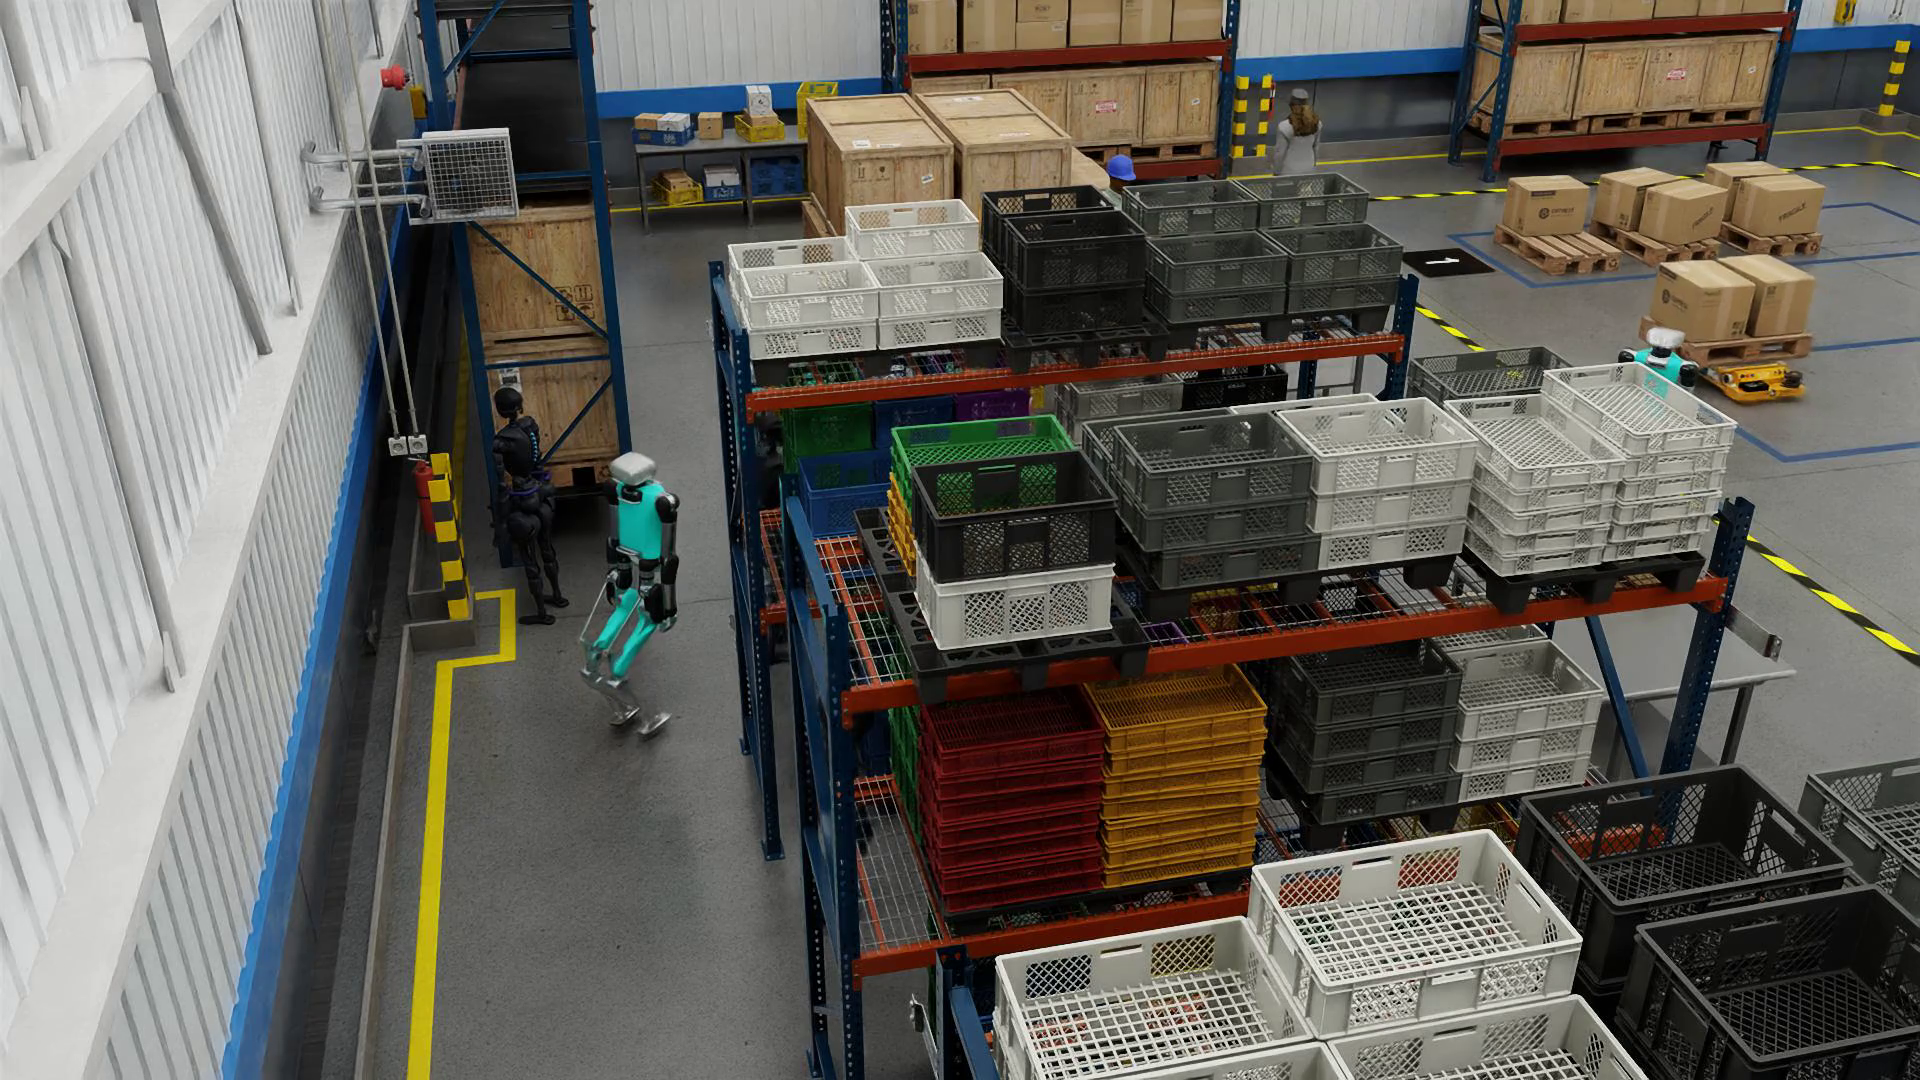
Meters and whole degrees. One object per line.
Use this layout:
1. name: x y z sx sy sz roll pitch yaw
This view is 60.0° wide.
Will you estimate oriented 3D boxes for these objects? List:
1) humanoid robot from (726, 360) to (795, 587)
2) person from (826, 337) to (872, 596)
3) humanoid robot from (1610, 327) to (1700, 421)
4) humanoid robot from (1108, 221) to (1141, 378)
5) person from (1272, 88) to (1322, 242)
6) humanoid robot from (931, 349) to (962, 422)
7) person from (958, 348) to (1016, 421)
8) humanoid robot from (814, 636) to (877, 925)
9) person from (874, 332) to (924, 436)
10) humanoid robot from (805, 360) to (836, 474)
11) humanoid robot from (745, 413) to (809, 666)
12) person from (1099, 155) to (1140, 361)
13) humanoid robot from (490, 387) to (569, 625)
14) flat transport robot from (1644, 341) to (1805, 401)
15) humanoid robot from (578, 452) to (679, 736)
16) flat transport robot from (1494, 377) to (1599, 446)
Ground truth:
1. humanoid robot: -1.199 -0.390 11.238 0.675 1.817 0.540 -11 30 -20
2. person: -0.754 -0.512 11.118 0.376 2.041 0.615 -7 29 -14
3. humanoid robot: 4.888 -0.777 11.801 0.533 1.677 0.735 16 32 28
4. humanoid robot: 1.424 -1.982 14.326 0.609 1.625 0.585 2 28 4
5. person: 3.629 -3.990 18.011 0.562 1.764 0.402 -13 30 -23
6. humanoid robot: 0.113 -0.575 11.456 0.531 1.689 0.737 -11 30 -21
7. person: 0.138 -0.503 11.419 0.668 1.738 0.957 -12 30 -22
8. humanoid robot: -0.598 1.198 8.249 0.378 1.649 0.589 -4 28 -8
9. person: -0.358 -0.708 11.674 0.558 1.872 0.602 19 33 31
10. humanoid robot: -1.162 -0.540 11.486 0.811 1.741 0.541 9 29 16
11. humanoid robot: -1.167 -0.014 10.565 0.589 1.636 0.514 25 36 38
12. person: 1.399 -2.537 15.075 0.604 1.940 0.413 -23 36 -37
13. humanoid robot: -2.865 -0.227 10.952 0.315 1.655 0.599 8 29 14
14. flat transport robot: 6.942 -1.644 15.136 0.652 0.197 1.431 -6 28 -12
15. humanoid robot: -1.973 0.372 9.657 0.536 1.694 0.741 18 33 30
16. flat transport robot: 4.780 -1.036 14.013 0.659 0.231 1.431 -6 28 -12
